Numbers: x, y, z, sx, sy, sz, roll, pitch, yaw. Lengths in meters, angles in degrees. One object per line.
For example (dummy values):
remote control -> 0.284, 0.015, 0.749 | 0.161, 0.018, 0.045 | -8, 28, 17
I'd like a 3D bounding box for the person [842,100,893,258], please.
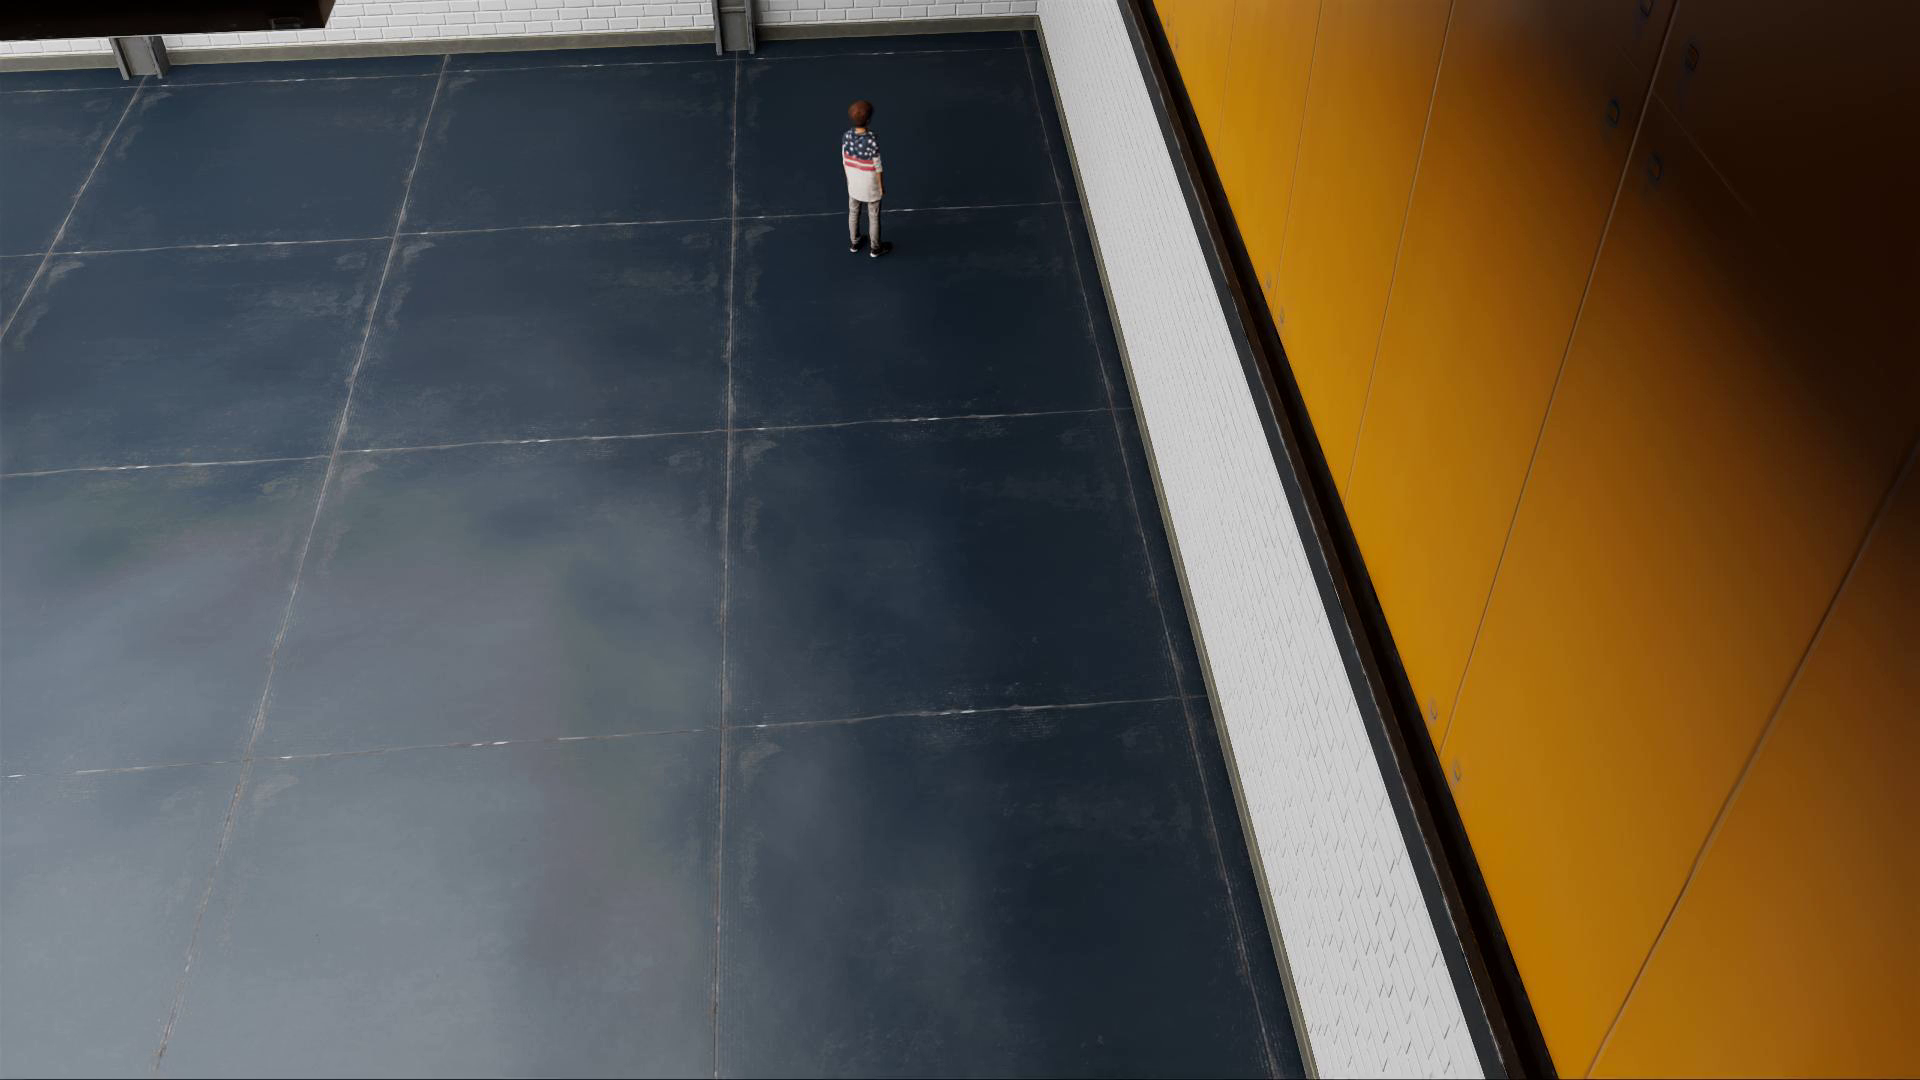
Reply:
person -> -0.817, -3.085, 14.176 | 0.553, 1.443, 0.646 | 20, 47, 20
